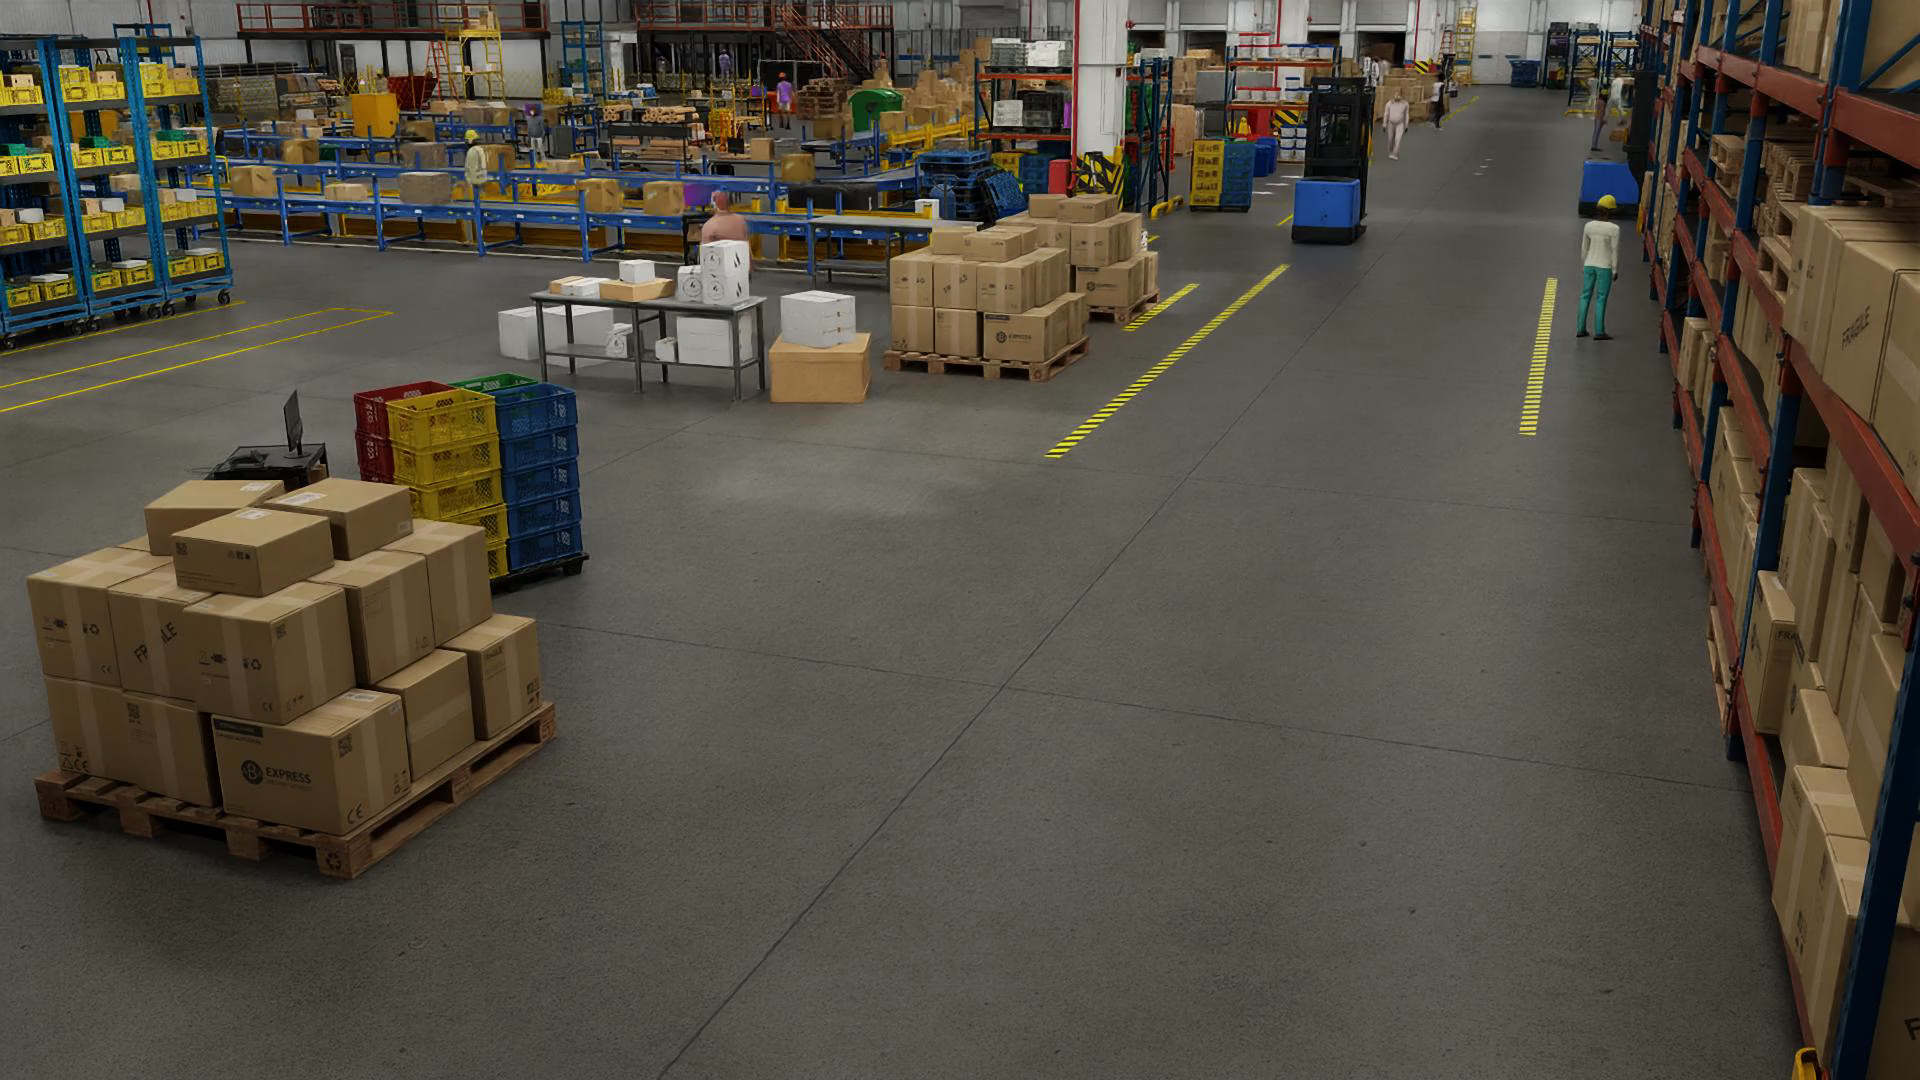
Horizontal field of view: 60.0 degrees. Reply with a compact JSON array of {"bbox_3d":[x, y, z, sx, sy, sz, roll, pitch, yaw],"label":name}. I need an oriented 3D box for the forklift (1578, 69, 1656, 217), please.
[{"bbox_3d":[13.219,-7.740,32.475,1.873,2.768,1.129,6,19,18],"label":"forklift"}]

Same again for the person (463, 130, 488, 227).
[{"bbox_3d":[-9.025,-6.707,30.958,0.442,1.813,0.616,1,18,3],"label":"person"}]

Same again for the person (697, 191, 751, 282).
[{"bbox_3d":[-2.919,-3.231,19.929,0.864,1.872,0.680,13,22,36],"label":"person"}]

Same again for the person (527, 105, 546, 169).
[{"bbox_3d":[-10.803,-10.250,42.404,0.495,1.625,0.282,6,19,19],"label":"person"}]

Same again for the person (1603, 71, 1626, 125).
[{"bbox_3d":[23.390,-15.763,59.310,0.636,1.894,1.031,-13,22,-35],"label":"person"}]

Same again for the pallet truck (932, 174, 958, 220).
[{"bbox_3d":[-0.507,-5.292,27.348,0.653,1.274,1.630,6,19,19],"label":"pallet truck"}]

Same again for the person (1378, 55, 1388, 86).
[{"bbox_3d":[19.874,-21.973,78.772,0.843,1.903,0.638,-6,19,-18],"label":"person"}]

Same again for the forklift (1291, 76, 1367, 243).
[{"bbox_3d":[6.598,-6.755,29.381,1.129,2.768,1.873,6,19,19],"label":"forklift"}]

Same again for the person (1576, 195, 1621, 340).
[{"bbox_3d":[7.892,-3.357,20.509,0.309,1.772,0.525,-11,21,-31],"label":"person"}]

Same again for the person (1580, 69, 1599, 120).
[{"bbox_3d":[23.644,-16.692,62.269,0.523,1.855,0.699,-7,19,-22],"label":"person"}]

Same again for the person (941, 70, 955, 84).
[{"bbox_3d":[-0.556,-16.810,62.764,0.581,1.780,0.868,-13,22,-36],"label":"person"}]

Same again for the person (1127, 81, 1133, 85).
[{"bbox_3d":[7.898,-21.774,78.200,0.929,1.885,0.591,-6,19,-19],"label":"person"}]

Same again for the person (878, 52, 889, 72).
[{"bbox_3d":[-3.824,-23.280,82.831,0.543,1.939,0.360,-5,18,-15],"label":"person"}]

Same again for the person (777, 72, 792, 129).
[{"bbox_3d":[-6.062,-15.088,57.145,0.624,1.904,0.685,-9,20,-27],"label":"person"}]

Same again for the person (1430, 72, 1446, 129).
[{"bbox_3d":[16.407,-15.017,56.913,0.433,1.906,0.622,-2,18,-6],"label":"person"}]

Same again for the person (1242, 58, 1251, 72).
[{"bbox_3d":[13.356,-21.422,77.057,0.992,1.893,0.635,-5,18,-14],"label":"person"}]

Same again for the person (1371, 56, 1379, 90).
[{"bbox_3d":[19.484,-21.733,78.060,0.355,1.885,0.576,-3,18,-8],"label":"person"}]

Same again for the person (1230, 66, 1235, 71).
[{"bbox_3d":[10.206,-16.812,62.462,0.603,1.966,0.367,-2,18,-7],"label":"person"}]

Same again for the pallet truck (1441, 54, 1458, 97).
[{"bbox_3d":[22.765,-21.886,78.355,0.823,1.965,1.885,-4,18,-14],"label":"pallet truck"}]

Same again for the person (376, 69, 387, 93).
[{"bbox_3d":[-22.663,-17.577,65.256,0.508,1.725,0.470,7,19,21],"label":"person"}]

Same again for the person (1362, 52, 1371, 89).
[{"bbox_3d":[21.249,-24.590,87.040,0.355,1.883,0.575,14,22,37],"label":"person"}]

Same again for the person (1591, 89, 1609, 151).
[{"bbox_3d":[18.609,-12.198,48.307,0.343,1.756,0.518,2,18,6],"label":"person"}]

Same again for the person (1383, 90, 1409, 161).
[{"bbox_3d":[11.911,-11.348,45.460,0.656,1.876,0.903,7,19,20],"label":"person"}]
